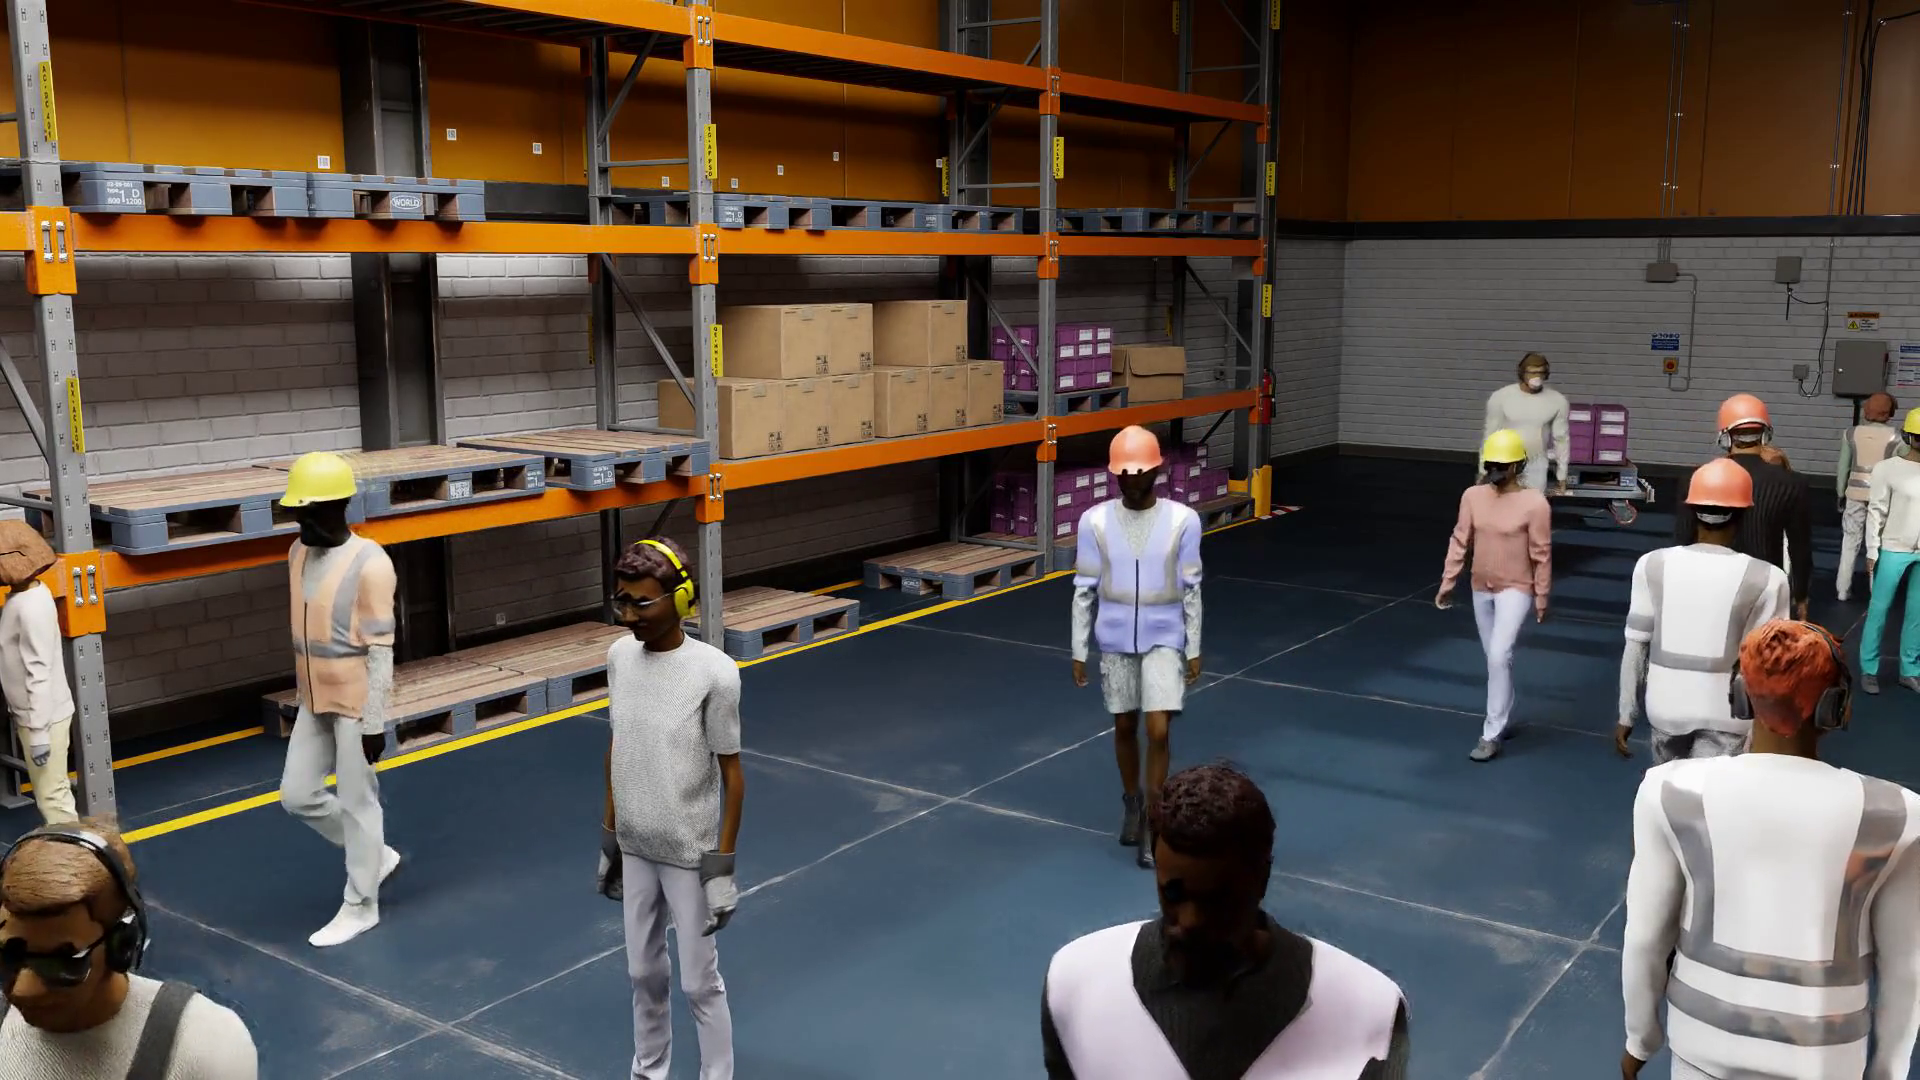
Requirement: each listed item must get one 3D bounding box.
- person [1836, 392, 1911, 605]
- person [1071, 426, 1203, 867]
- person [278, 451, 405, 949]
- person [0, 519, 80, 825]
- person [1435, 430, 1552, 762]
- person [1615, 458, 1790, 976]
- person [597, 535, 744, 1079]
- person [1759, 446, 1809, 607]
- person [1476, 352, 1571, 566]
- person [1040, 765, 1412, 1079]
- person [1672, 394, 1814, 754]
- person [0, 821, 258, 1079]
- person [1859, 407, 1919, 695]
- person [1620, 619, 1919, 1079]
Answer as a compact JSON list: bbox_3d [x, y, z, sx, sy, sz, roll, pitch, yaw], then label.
[{"bbox_3d":[6.948,-0.307,12.669,0.311,1.638,0.522,-8,12,-40],"label":"person"},{"bbox_3d":[0.759,0.460,7.262,0.565,1.910,0.746,2,10,12],"label":"person"},{"bbox_3d":[-2.388,0.609,6.380,0.618,1.914,0.407,7,12,35],"label":"person"},{"bbox_3d":[-3.653,0.723,6.572,0.277,1.628,0.501,-6,11,-31],"label":"person"},{"bbox_3d":[2.806,0.289,8.830,0.762,1.740,0.546,-7,12,-35],"label":"person"},{"bbox_3d":[2.851,0.633,6.315,0.573,1.884,0.972,8,12,40],"label":"person"},{"bbox_3d":[-0.849,0.908,4.764,0.509,1.865,0.329,6,11,31],"label":"person"},{"bbox_3d":[4.482,0.257,9.391,0.509,1.612,0.638,-2,10,-12],"label":"person"},{"bbox_3d":[4.492,-0.544,13.264,0.704,1.911,0.553,1,10,8],"label":"person"},{"bbox_3d":[0.397,1.266,2.638,0.591,1.866,0.970,2,10,10],"label":"person"},{"bbox_3d":[3.899,0.261,8.302,0.633,1.967,0.696,6,11,31],"label":"person"},{"bbox_3d":[-1.316,1.291,2.598,0.526,1.821,0.460,1,10,8],"label":"person"},{"bbox_3d":[5.738,0.071,10.034,0.533,1.767,0.326,0,10,2],"label":"person"},{"bbox_3d":[1.719,1.098,3.565,0.575,1.885,0.359,5,11,25],"label":"person"}]
